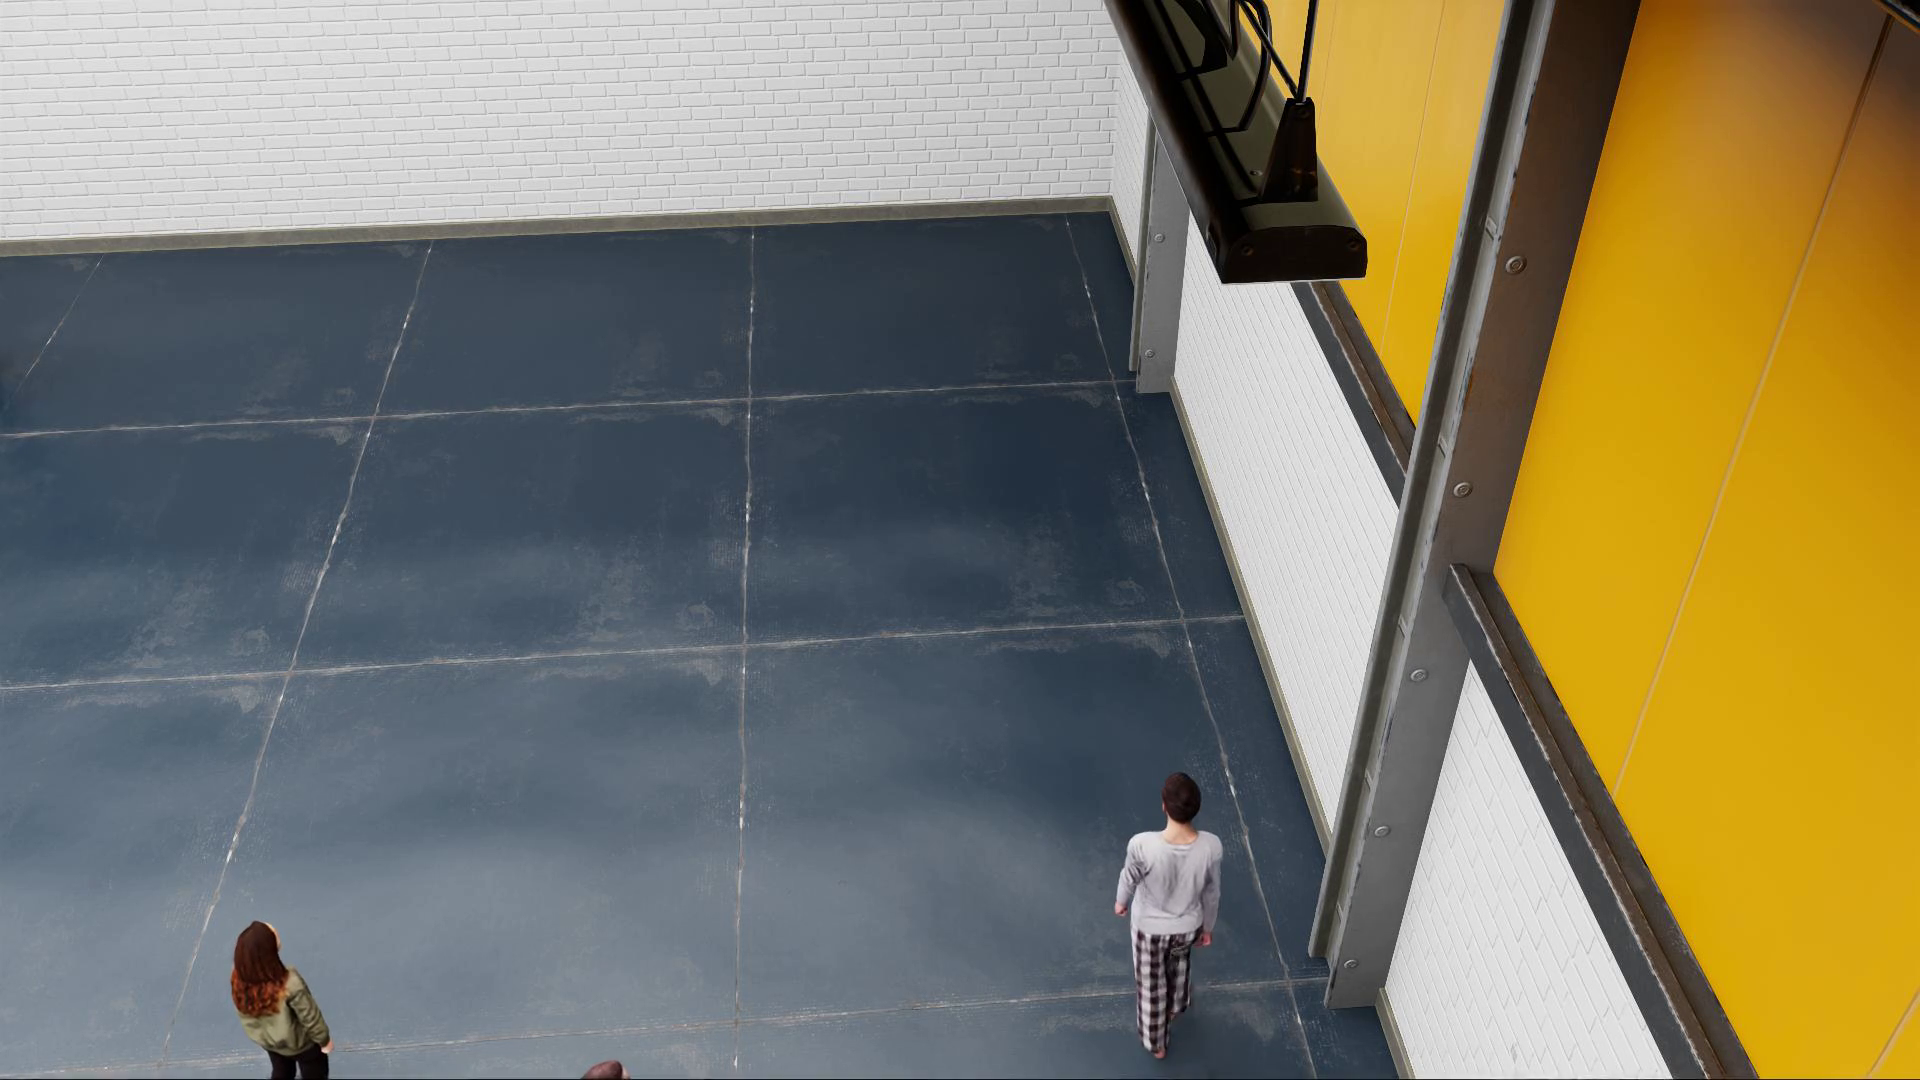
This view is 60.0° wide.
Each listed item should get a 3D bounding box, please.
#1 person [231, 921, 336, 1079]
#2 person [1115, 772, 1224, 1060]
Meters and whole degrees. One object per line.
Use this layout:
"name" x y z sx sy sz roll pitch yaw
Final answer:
"person" -3.223 2.369 7.969 0.656 1.472 0.641 14 41 16
"person" 1.044 1.940 8.216 0.619 1.834 0.719 -4 39 -6
